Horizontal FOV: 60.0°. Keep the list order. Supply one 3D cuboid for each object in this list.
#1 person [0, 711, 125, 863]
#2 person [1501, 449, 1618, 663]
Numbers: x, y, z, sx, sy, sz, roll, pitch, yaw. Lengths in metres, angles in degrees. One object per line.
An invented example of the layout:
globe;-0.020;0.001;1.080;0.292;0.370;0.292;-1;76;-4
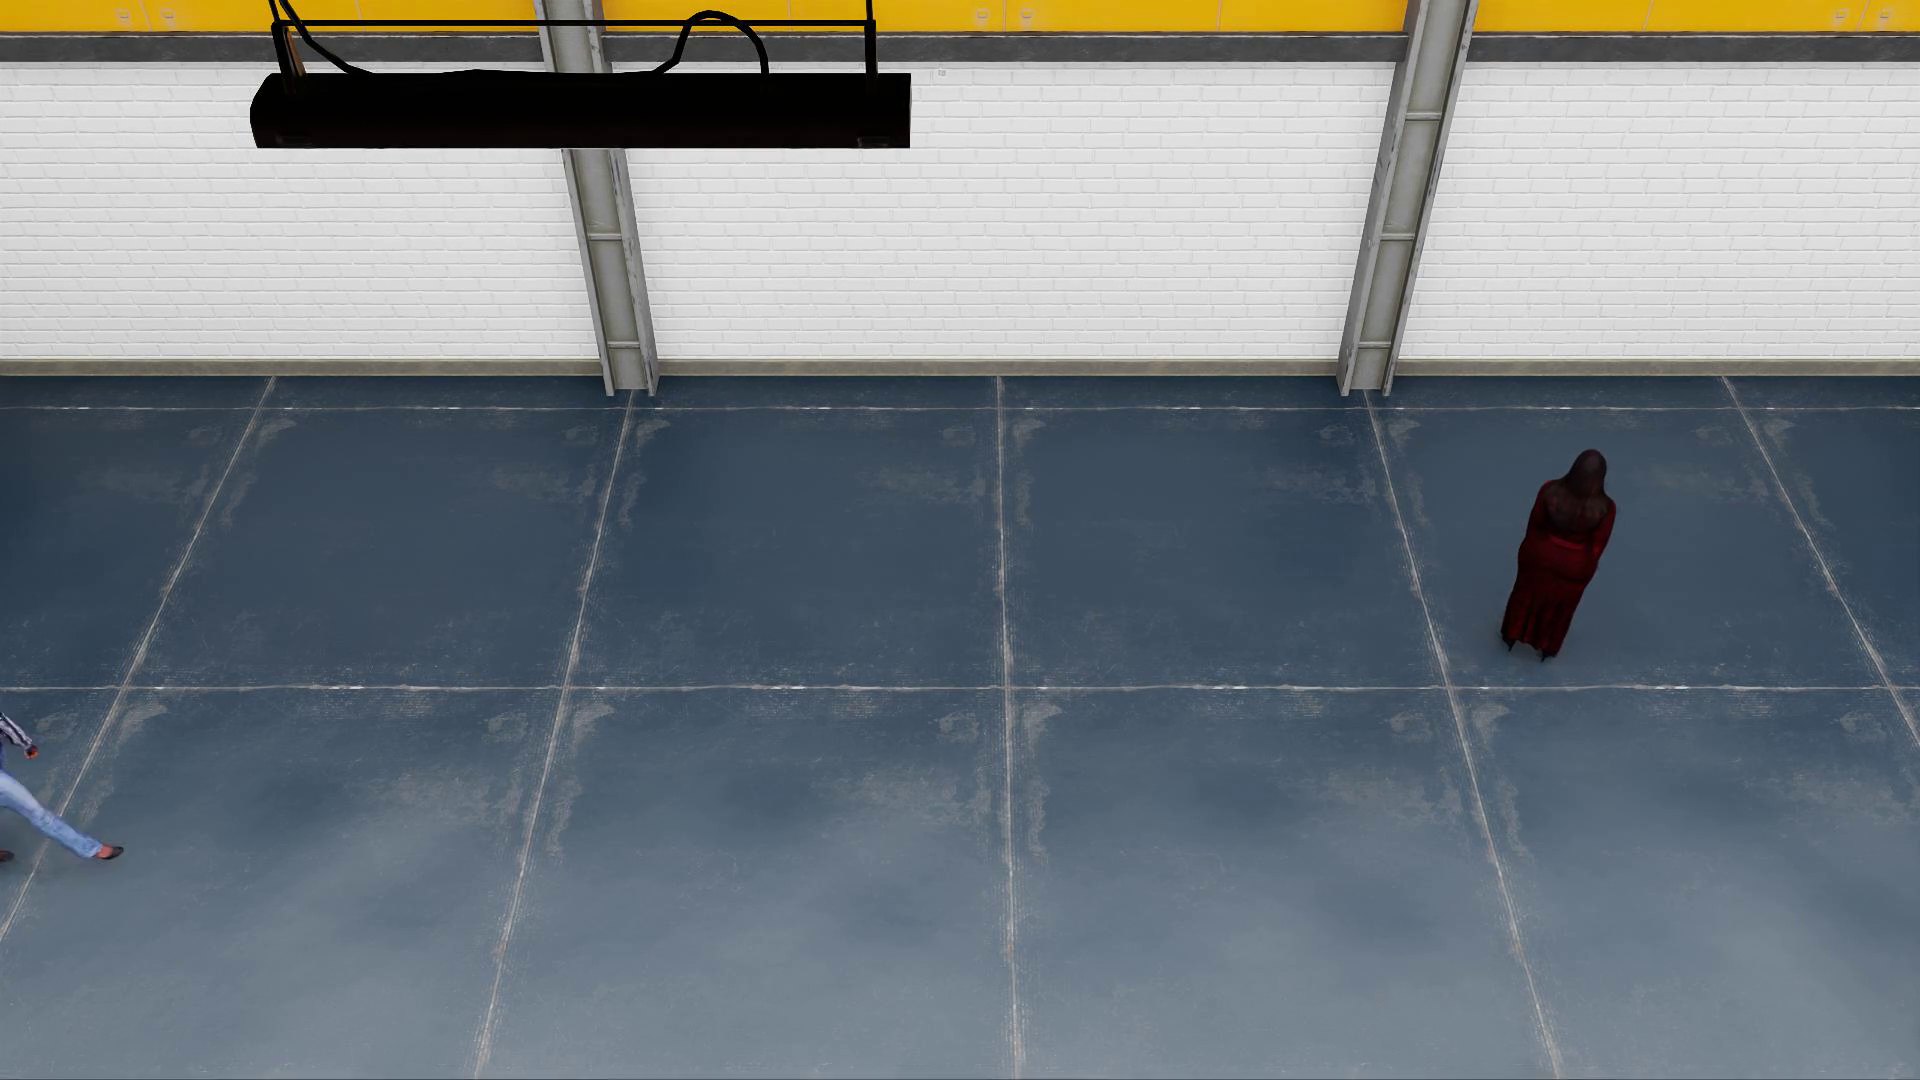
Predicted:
person;-5.725;1.355;9.654;1.194;1.738;0.721;-3;44;-3
person;3.938;0.115;10.942;0.710;1.756;0.826;19;47;19
